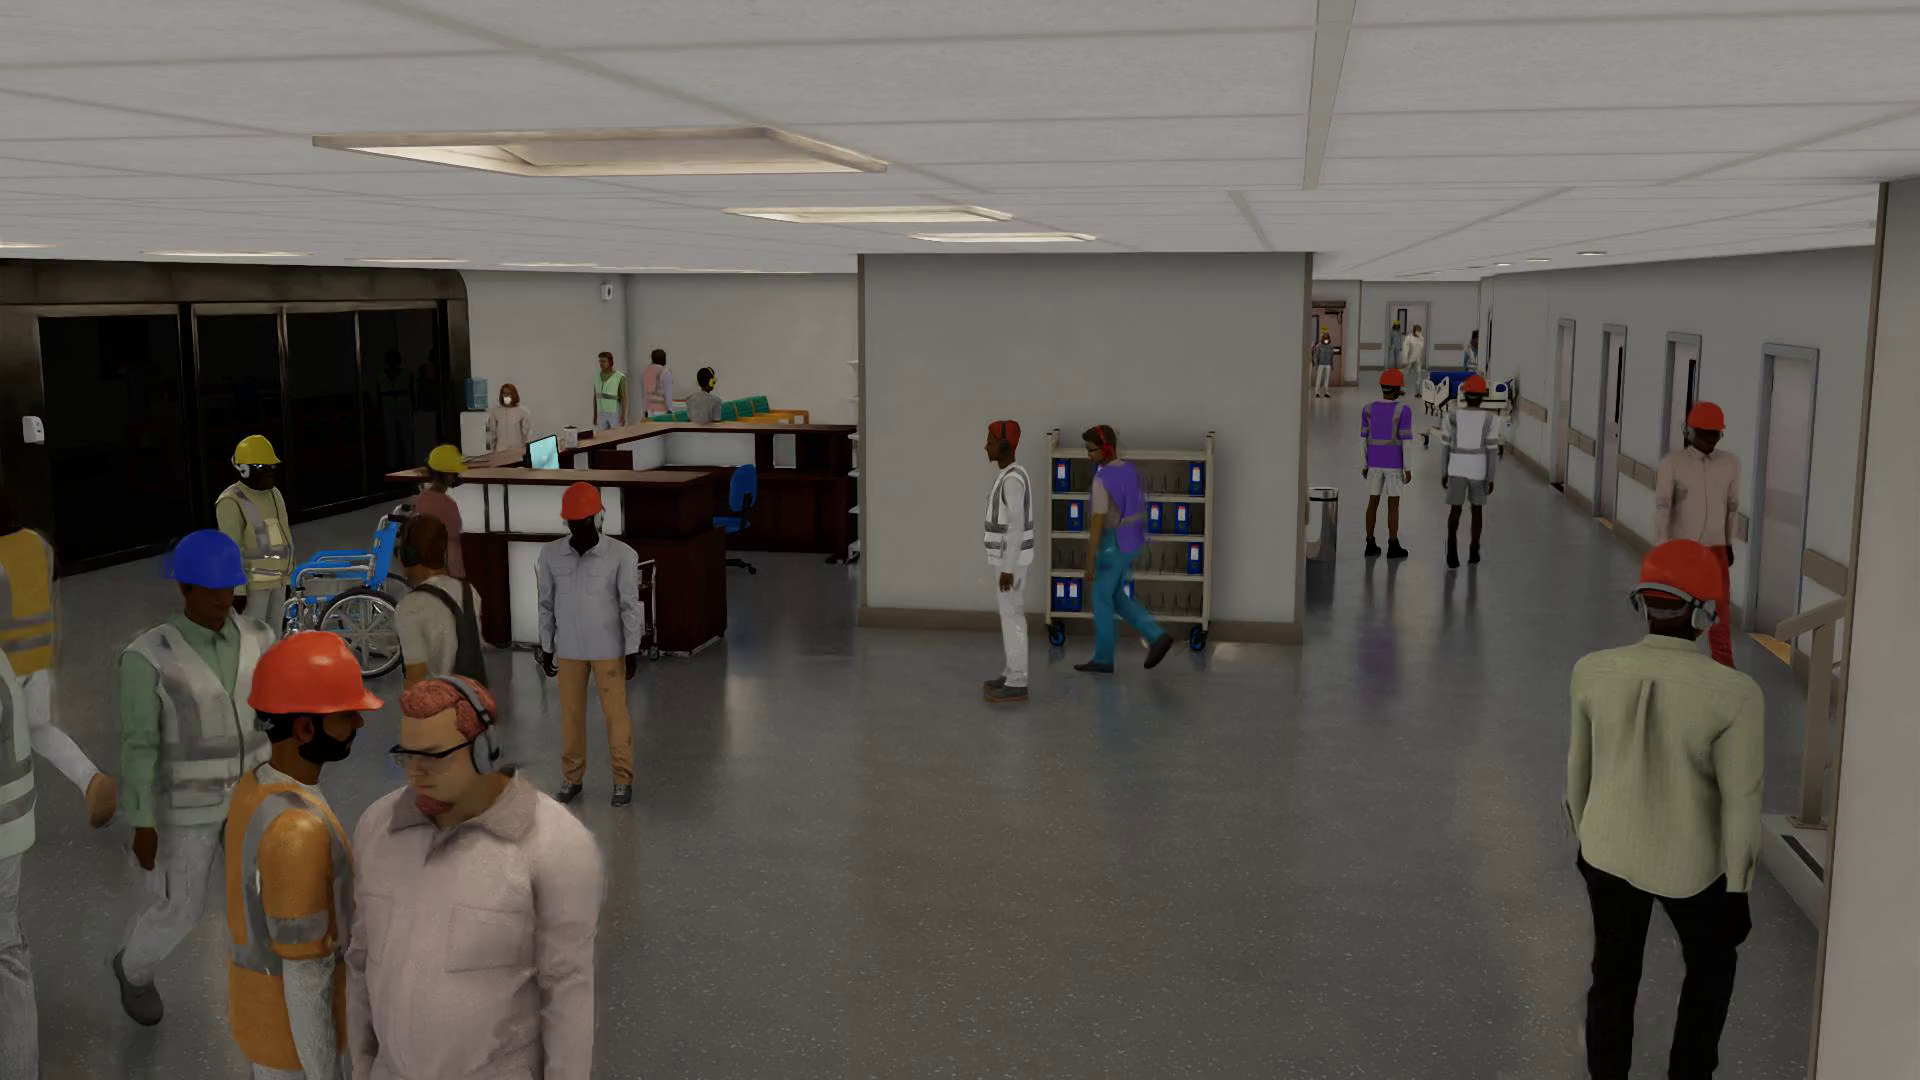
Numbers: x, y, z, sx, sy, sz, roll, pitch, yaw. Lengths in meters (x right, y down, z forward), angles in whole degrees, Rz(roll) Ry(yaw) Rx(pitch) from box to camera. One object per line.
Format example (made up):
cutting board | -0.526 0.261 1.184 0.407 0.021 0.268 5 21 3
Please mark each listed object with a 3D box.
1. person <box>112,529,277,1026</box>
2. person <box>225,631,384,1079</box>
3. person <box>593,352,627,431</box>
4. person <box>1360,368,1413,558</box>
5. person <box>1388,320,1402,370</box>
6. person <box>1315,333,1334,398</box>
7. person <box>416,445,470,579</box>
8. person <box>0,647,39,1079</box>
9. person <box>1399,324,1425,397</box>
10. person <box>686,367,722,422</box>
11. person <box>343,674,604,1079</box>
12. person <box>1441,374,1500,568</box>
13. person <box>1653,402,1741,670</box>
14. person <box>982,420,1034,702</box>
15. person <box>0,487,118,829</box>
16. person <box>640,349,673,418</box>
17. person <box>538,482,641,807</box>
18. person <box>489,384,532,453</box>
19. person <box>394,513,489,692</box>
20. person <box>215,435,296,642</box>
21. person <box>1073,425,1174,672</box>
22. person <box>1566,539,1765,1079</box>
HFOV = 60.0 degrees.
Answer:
person | -2.720 0.900 5.934 0.867 1.922 0.623 5 10 32
person | -1.574 1.174 4.074 0.388 1.928 0.546 -5 10 -29
person | -5.104 -1.828 24.269 0.571 1.840 0.373 4 10 26
person | 4.380 -0.786 17.035 0.551 1.935 0.371 7 11 40
person | 14.302 -6.349 54.598 0.503 1.738 0.329 -3 9 -20
person | 9.231 -4.416 42.132 0.498 1.633 0.279 -2 9 -11
person | -3.452 0.236 10.963 0.398 1.727 0.671 -7 11 -40
person | -3.199 0.967 5.377 0.391 1.947 0.602 -5 10 -30
person | 11.519 -4.589 42.564 0.641 1.875 1.030 -3 9 -19
person | -2.916 -1.048 19.056 0.505 1.861 0.330 4 10 27
person | -1.126 1.233 3.784 0.653 1.901 0.411 3 9 18
person | 5.016 -0.675 16.424 0.546 1.910 0.840 3 9 22
person | 5.145 0.035 11.513 0.649 1.954 0.925 0 9 0
person | 0.322 0.137 11.087 0.337 1.882 0.584 0 9 -1
person | -4.617 0.613 8.144 0.737 1.823 0.631 2 9 11
person | -4.675 -2.035 25.683 0.649 1.827 0.492 7 11 38
person | -1.966 0.554 8.799 0.563 1.742 0.360 1 9 8
person | -5.387 -1.058 19.881 0.531 1.610 0.586 0 9 -1
person | -2.048 0.799 6.944 0.675 1.818 0.540 3 9 17
person | -4.416 0.249 10.514 0.404 1.830 0.601 1 9 6
person | 1.129 0.082 11.735 0.630 1.808 0.617 4 10 26
person | 2.230 0.974 5.230 0.661 1.969 0.646 -8 12 -44
